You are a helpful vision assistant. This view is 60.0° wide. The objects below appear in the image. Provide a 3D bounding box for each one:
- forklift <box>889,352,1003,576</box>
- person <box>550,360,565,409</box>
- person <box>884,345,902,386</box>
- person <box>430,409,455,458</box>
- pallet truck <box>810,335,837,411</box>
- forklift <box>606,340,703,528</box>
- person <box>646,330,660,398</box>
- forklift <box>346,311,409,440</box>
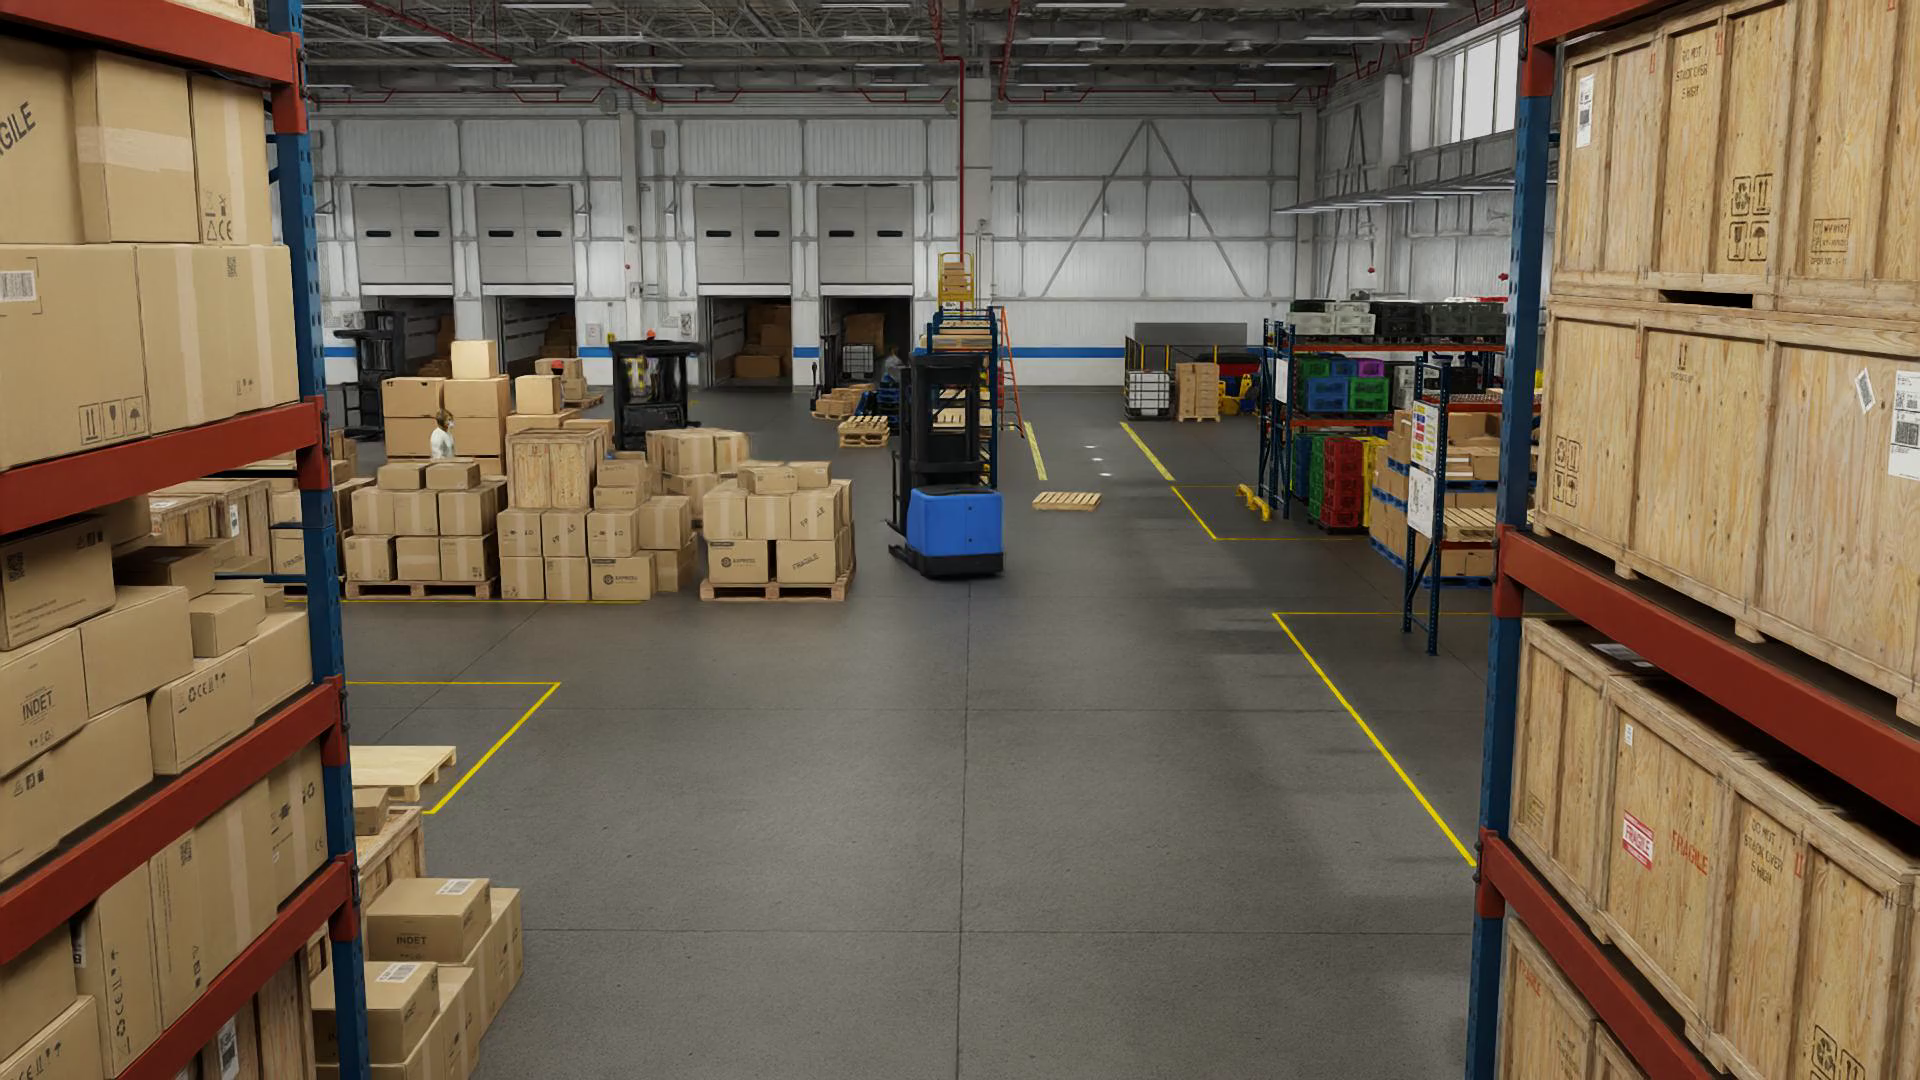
[{"bbox_3d":[-0.179,-1.049,21.756,1.129,2.768,1.873,-3,10,-16],"label":"forklift"},{"bbox_3d":[-8.258,-2.730,34.167,0.361,1.940,0.543,-2,10,-11],"label":"person"},{"bbox_3d":[-1.543,-3.711,39.869,0.446,1.924,0.658,-8,12,-38],"label":"person"},{"bbox_3d":[-7.296,-0.890,23.550,0.353,1.937,0.635,-1,10,-6],"label":"person"},{"bbox_3d":[-3.021,-4.312,43.126,1.885,1.965,0.823,3,10,17],"label":"pallet truck"},{"bbox_3d":[-4.729,-1.598,24.923,1.129,2.768,1.873,-6,12,-33],"label":"forklift"},{"bbox_3d":[-8.740,-4.999,47.292,0.389,1.930,0.544,-9,13,-42],"label":"person"},{"bbox_3d":[-12.810,-3.738,37.268,1.129,2.768,1.873,5,11,24],"label":"forklift"}]
